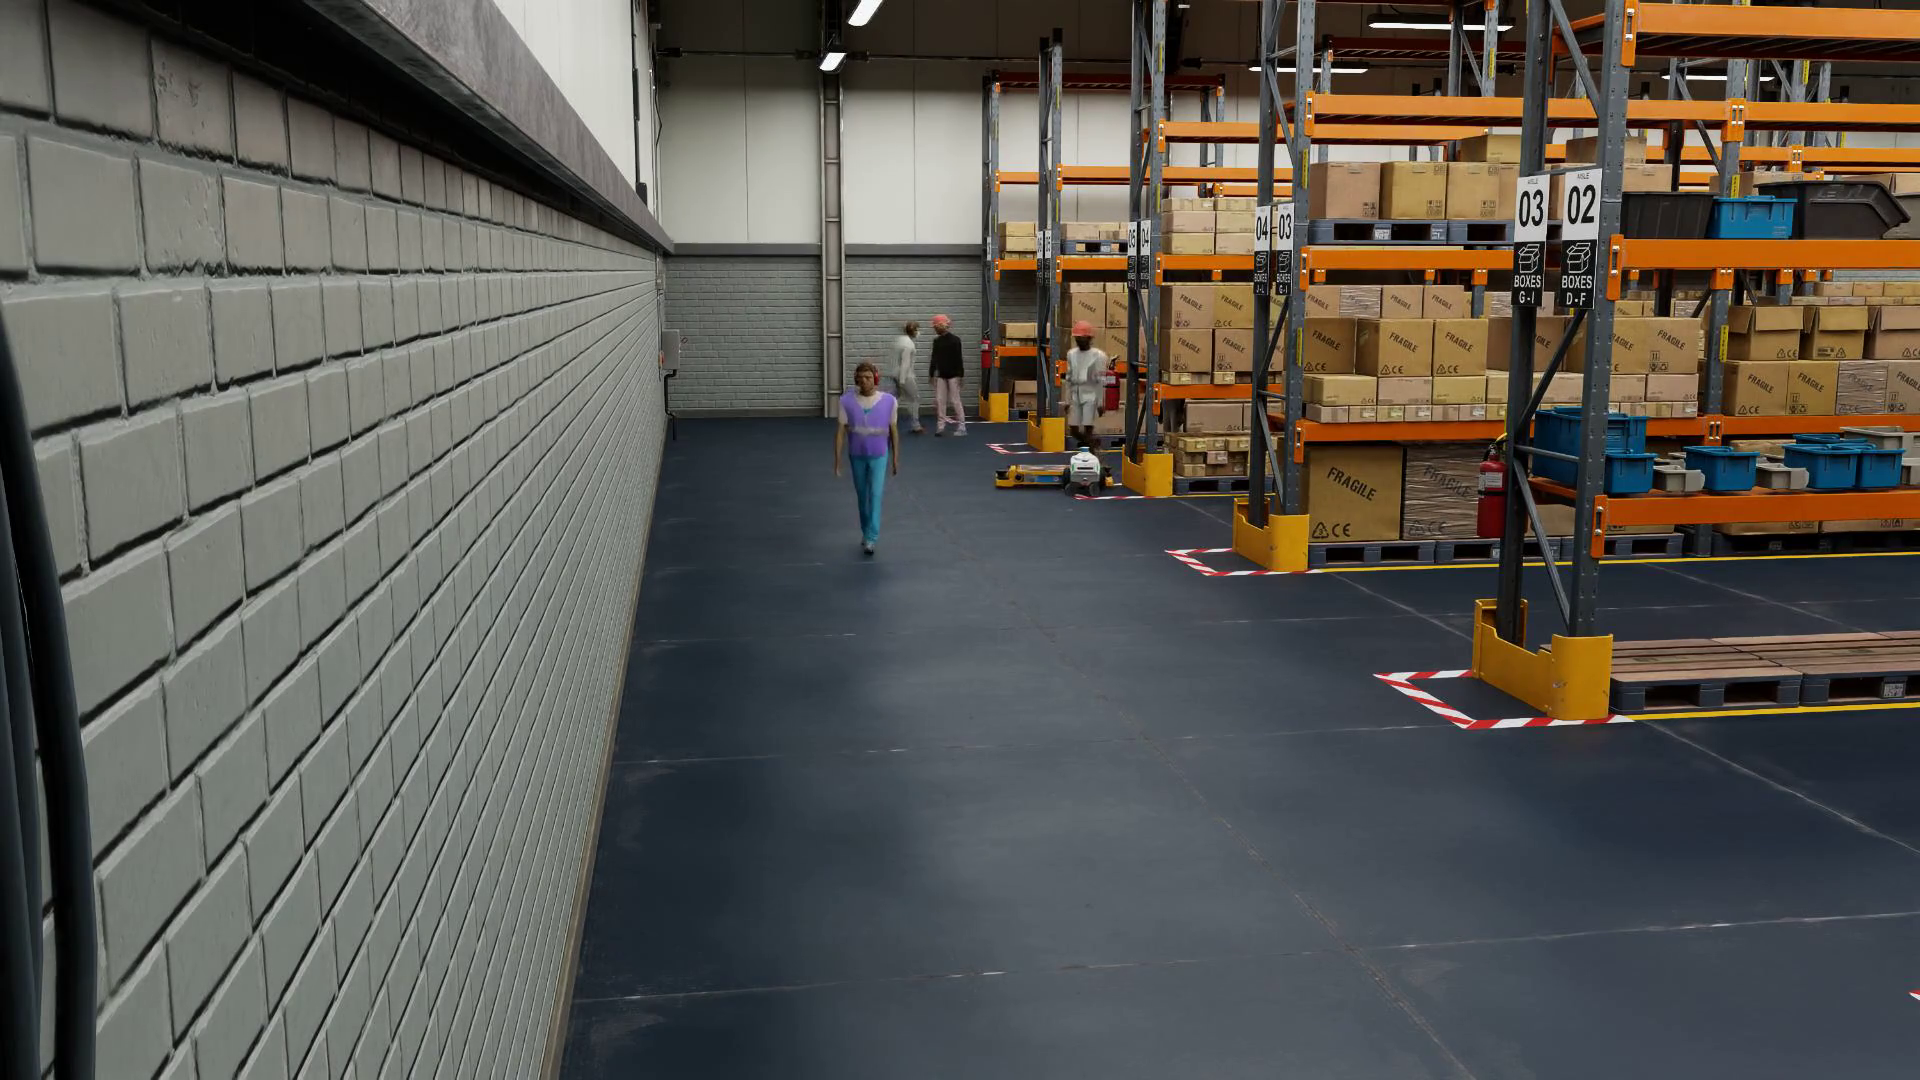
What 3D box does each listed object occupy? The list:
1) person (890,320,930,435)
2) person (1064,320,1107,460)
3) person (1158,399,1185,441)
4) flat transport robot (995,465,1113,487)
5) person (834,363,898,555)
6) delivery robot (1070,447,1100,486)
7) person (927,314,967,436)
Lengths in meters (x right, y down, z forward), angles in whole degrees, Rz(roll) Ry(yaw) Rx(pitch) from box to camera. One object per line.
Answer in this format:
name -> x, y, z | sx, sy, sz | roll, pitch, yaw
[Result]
person -> -0.996, -2.611, 26.810 | 0.952, 1.885, 0.645 | -2, 10, -14
person -> 1.638, -1.809, 21.368 | 0.613, 2.022, 0.643 | -9, 13, -43
person -> 2.618, -1.611, 20.653 | 0.333, 1.860, 0.510 | -4, 10, -25
flat transport robot -> 1.163, -0.795, 20.496 | 1.431, 0.197, 0.652 | 1, 9, 4
person -> -0.885, -0.781, 15.758 | 0.586, 1.787, 0.989 | 1, 9, 5
delivery robot -> 1.483, -0.863, 19.754 | 0.477, 0.478, 0.707 | 1, 9, 4
person -> -0.219, -2.627, 26.649 | 0.716, 1.976, 0.523 | 9, 13, 43
